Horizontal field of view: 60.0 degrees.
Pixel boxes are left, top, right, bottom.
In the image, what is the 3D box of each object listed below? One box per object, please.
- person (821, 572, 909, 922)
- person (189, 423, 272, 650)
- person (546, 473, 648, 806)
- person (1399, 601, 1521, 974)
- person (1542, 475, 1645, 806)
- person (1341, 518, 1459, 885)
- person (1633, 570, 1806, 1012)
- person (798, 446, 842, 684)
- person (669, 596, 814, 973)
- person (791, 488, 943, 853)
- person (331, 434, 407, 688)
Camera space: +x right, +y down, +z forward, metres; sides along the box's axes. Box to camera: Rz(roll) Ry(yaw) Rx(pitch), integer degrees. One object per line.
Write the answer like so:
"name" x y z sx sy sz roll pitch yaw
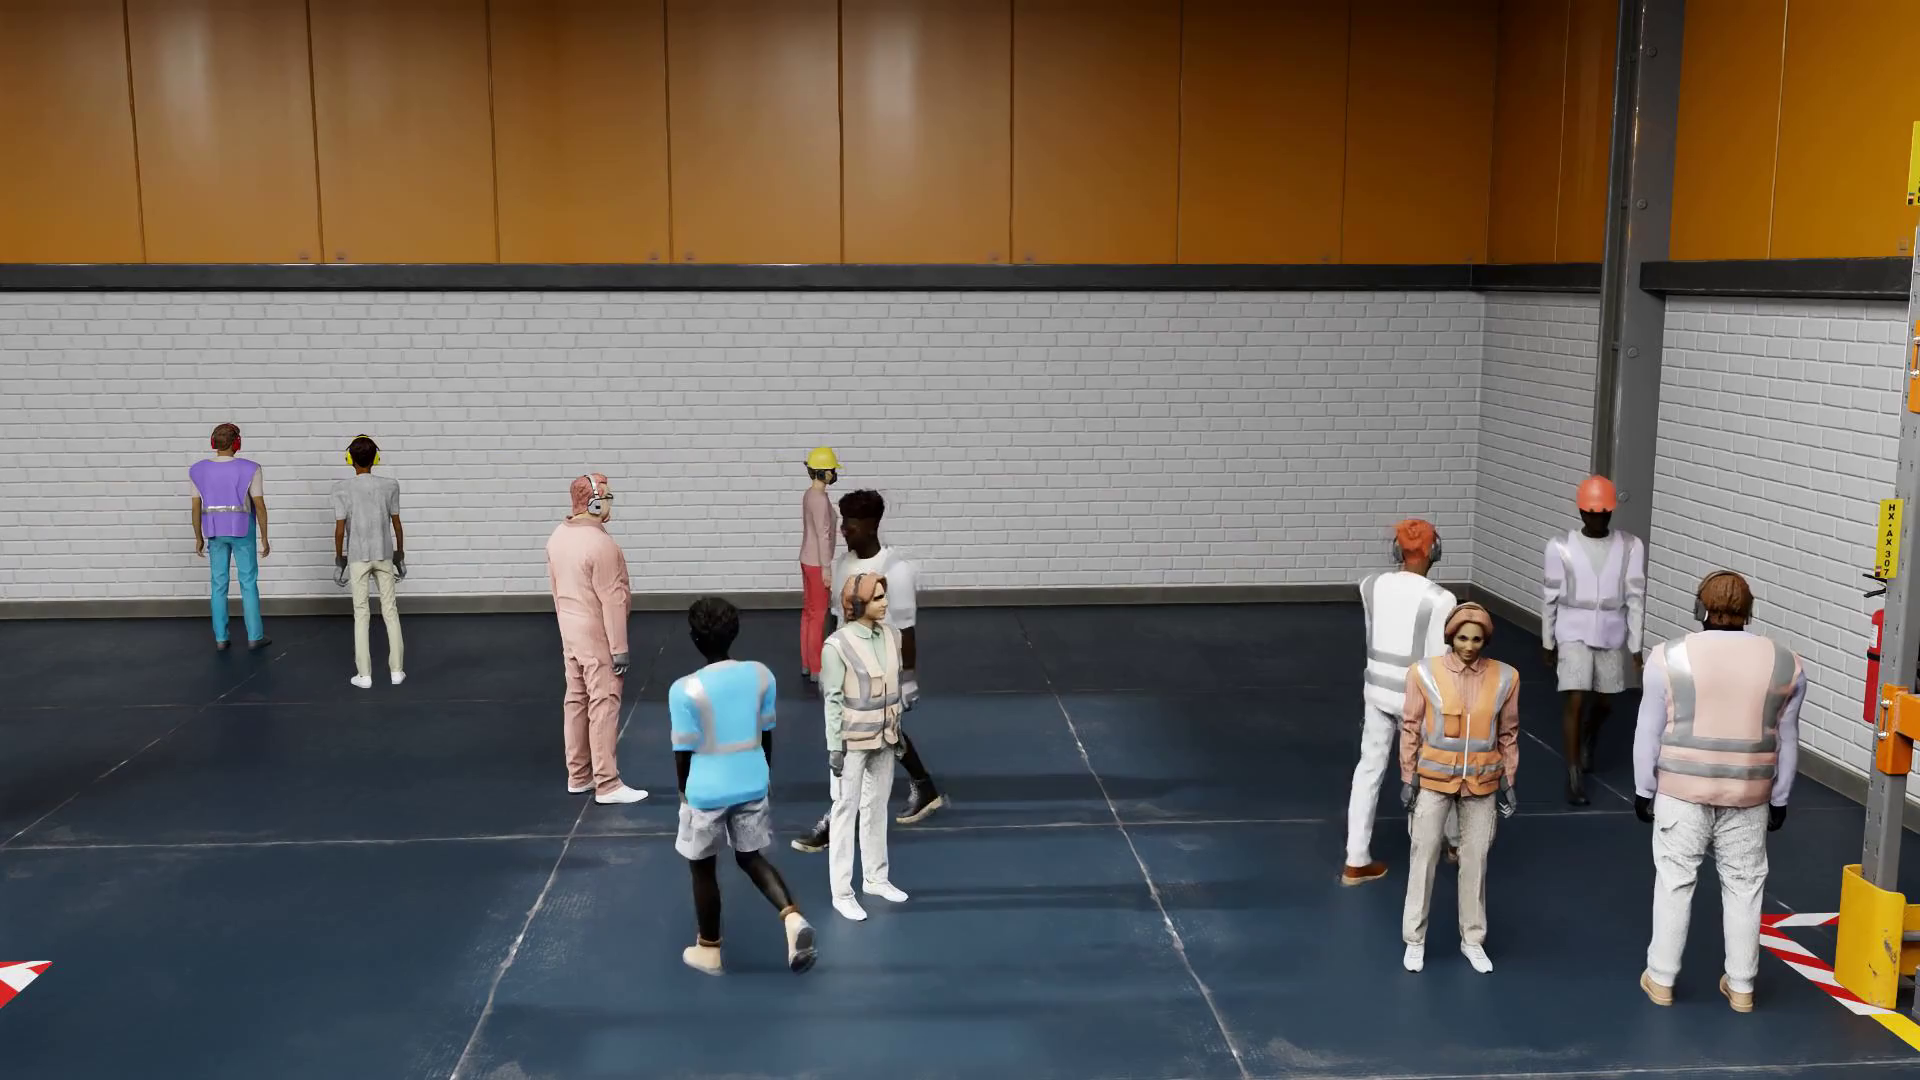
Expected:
"person" -0.453 0.962 7.915 0.306 1.645 0.522 7 11 38
"person" -5.900 -0.021 13.457 0.572 1.843 0.373 -1 9 -7
"person" -2.089 0.567 9.579 0.410 1.908 0.643 -8 12 -43
"person" 2.167 1.072 7.242 0.514 1.640 0.310 1 9 3
"person" 3.687 0.540 9.772 0.549 1.907 0.837 1 9 9
"person" 2.293 0.794 8.413 0.983 1.823 0.563 -8 12 -43
"person" 3.108 1.035 6.880 0.628 1.836 0.429 2 9 12
"person" -1.036 0.183 12.424 0.329 1.769 0.526 -2 9 -15
"person" -0.951 1.080 7.091 0.532 1.677 0.614 -8 12 -40
"person" -0.474 0.663 8.970 1.015 1.915 0.620 -7 11 -36
"person" -4.354 0.162 12.266 0.519 1.862 0.326 -5 10 -29
